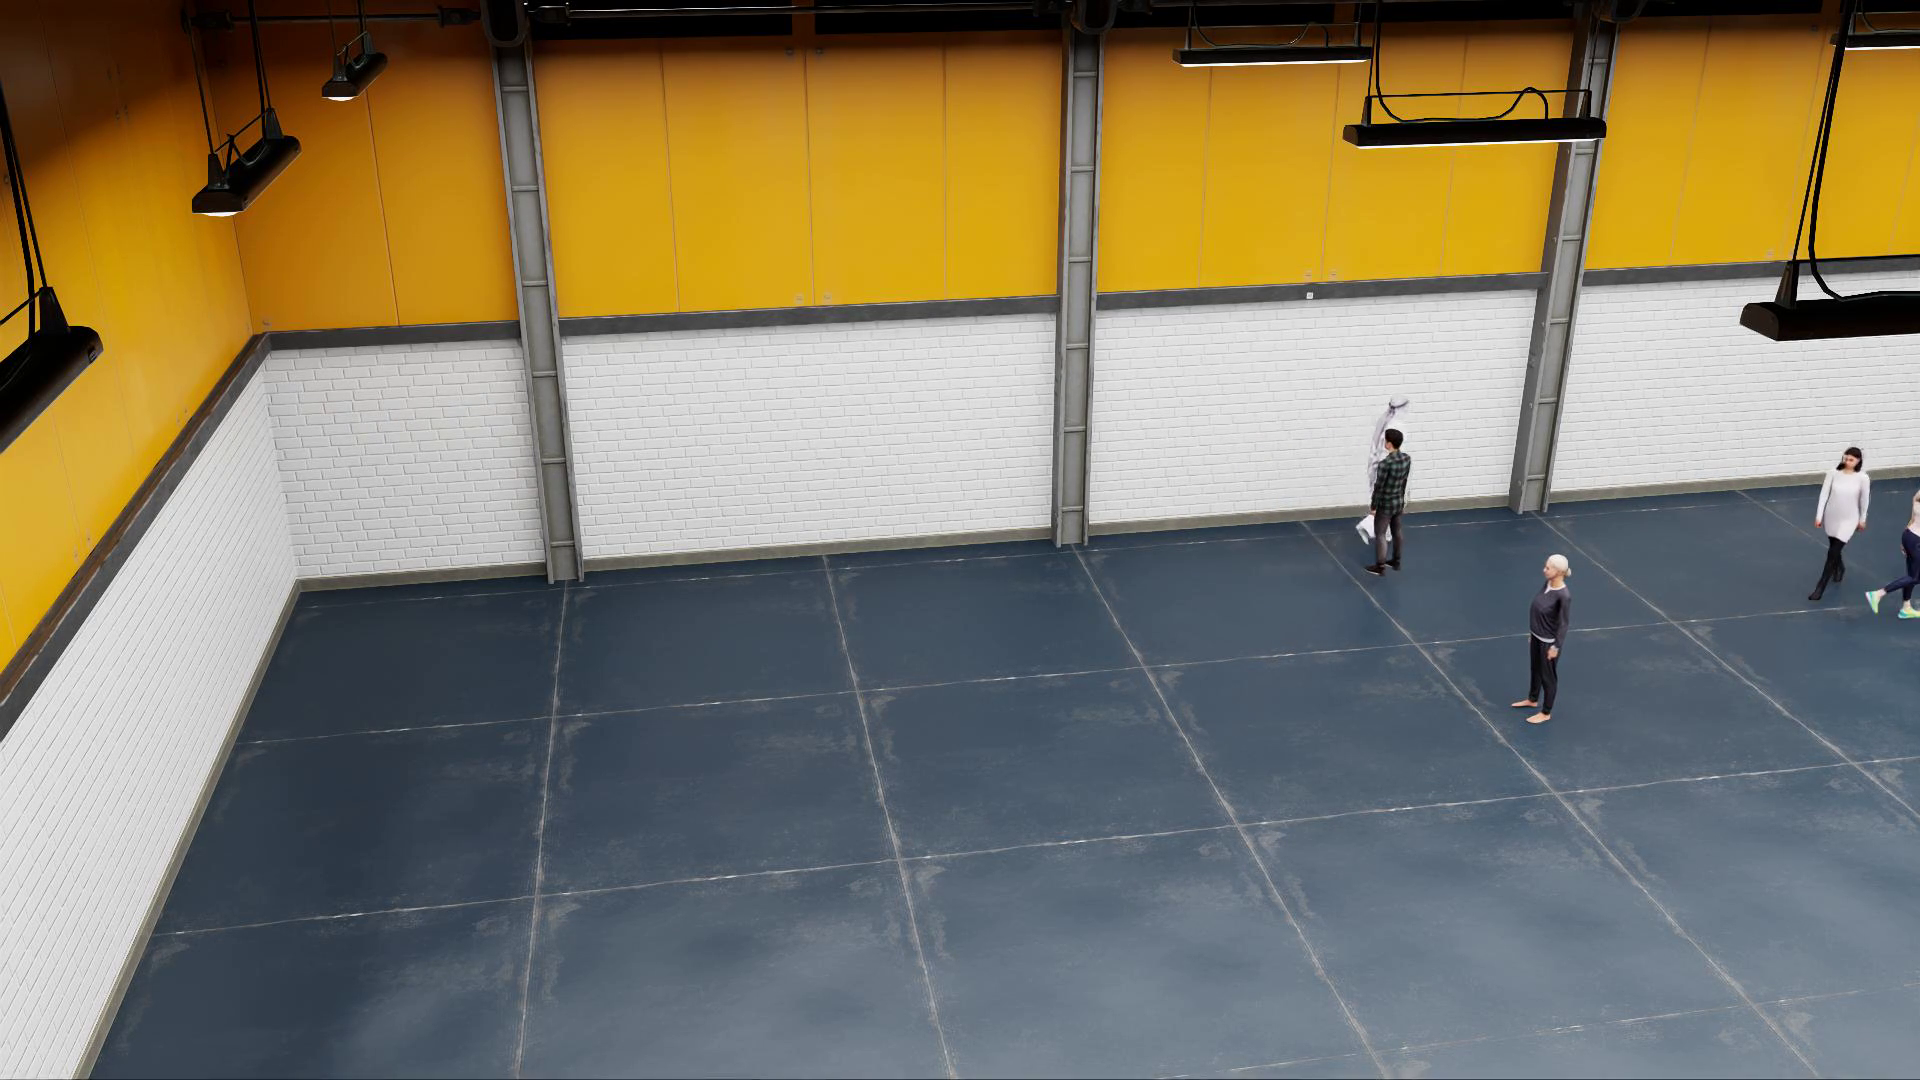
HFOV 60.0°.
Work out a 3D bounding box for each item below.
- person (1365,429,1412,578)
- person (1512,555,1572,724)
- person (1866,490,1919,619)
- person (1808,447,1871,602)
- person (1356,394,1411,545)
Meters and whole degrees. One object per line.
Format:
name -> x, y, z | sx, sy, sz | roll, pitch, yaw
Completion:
person -> 4.852, -0.439, 18.755 | 0.668, 1.706, 0.787 | -16, 28, -32
person -> 5.673, 0.918, 16.050 | 0.502, 1.727, 0.597 | -4, 24, -9
person -> 10.254, 0.091, 17.993 | 0.993, 1.685, 0.683 | -1, 24, -1
person -> 9.901, -0.219, 18.617 | 1.296, 1.754, 1.081 | -21, 31, -39
person -> 5.012, -0.804, 19.760 | 1.008, 1.910, 0.815 | -10, 25, -21
